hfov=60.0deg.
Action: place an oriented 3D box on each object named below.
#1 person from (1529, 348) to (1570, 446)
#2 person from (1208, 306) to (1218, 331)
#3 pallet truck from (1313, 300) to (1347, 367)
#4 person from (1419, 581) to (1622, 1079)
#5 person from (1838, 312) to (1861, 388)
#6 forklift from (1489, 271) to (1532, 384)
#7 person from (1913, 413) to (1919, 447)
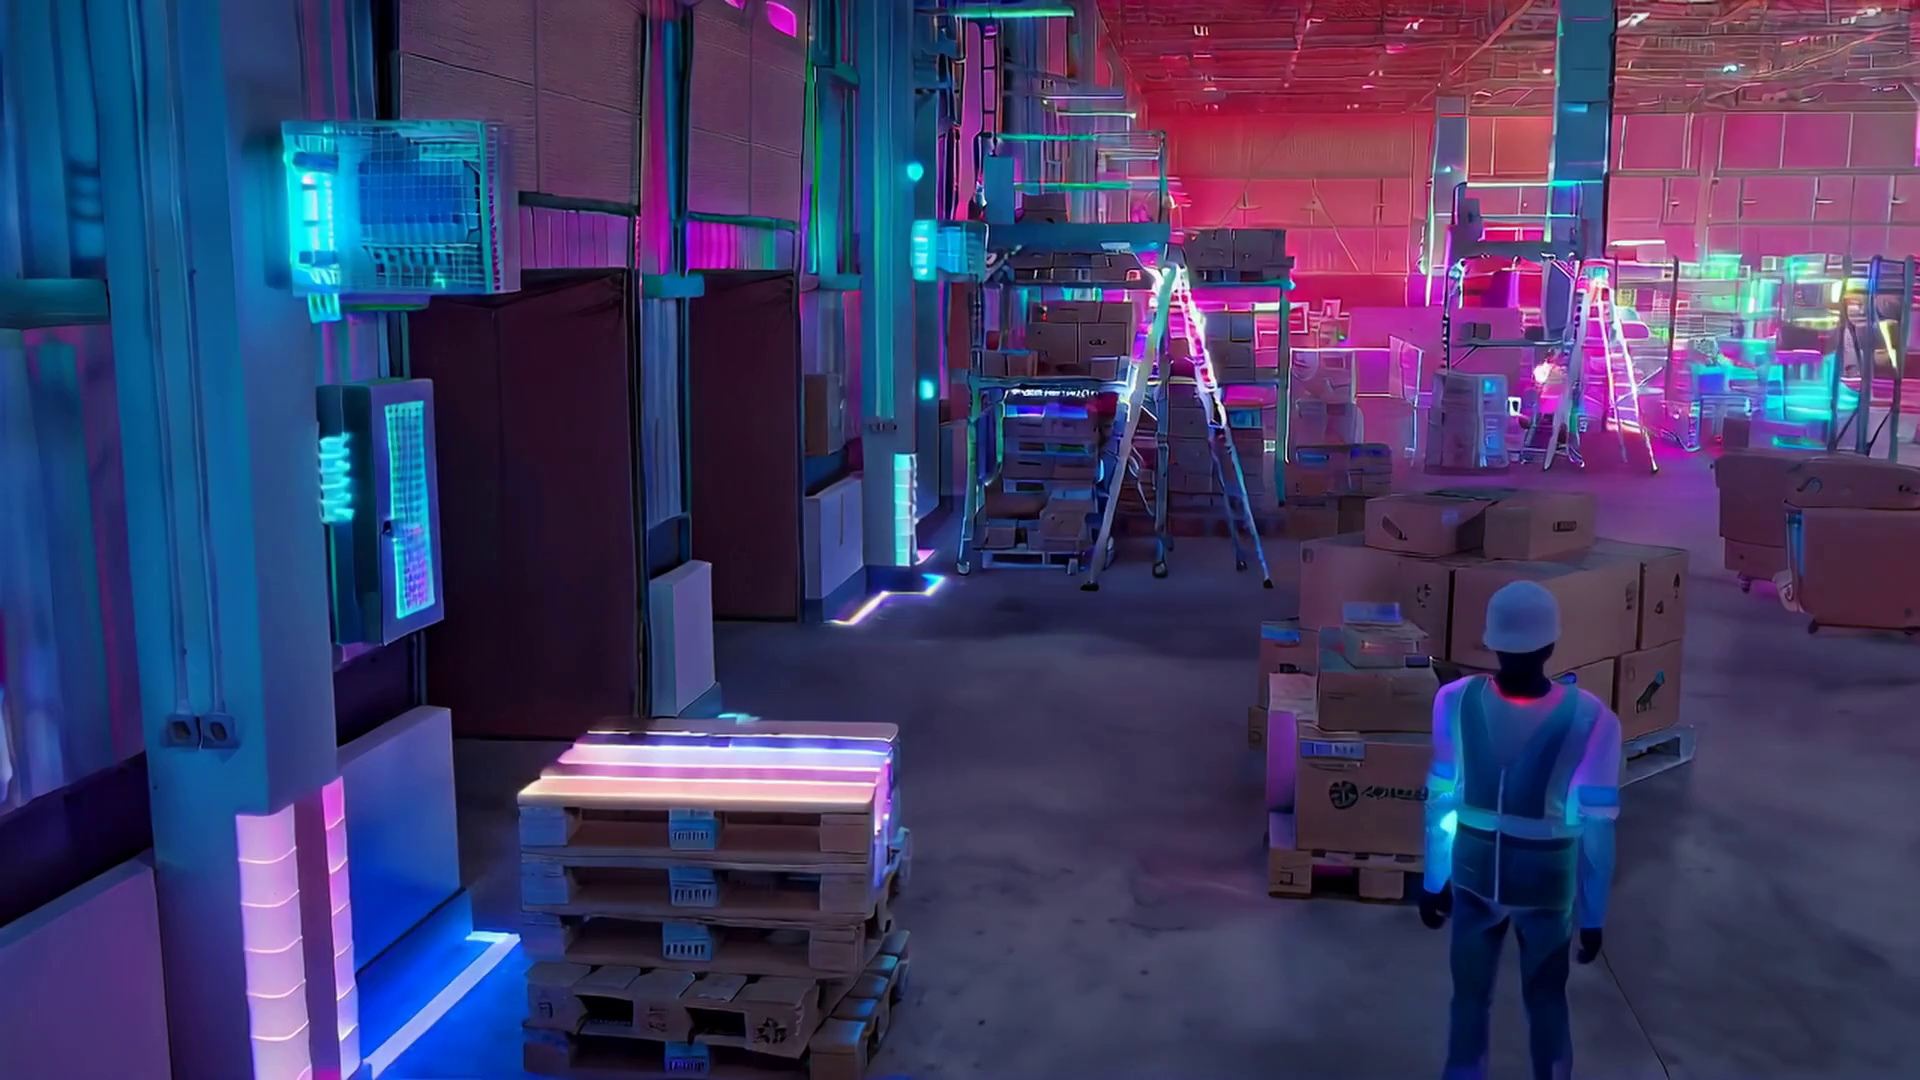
[{"bbox_3d":[9.594,-2.346,27.027,0.529,1.651,0.908,-4,10,-24],"label":"person"},{"bbox_3d":[6.547,-5.170,43.653,0.435,1.913,0.552,-8,12,-42],"label":"person"},{"bbox_3d":[11.159,-6.200,49.718,0.823,1.965,1.885,4,10,26],"label":"pallet truck"},{"bbox_3d":[1.712,1.065,5.169,0.590,1.918,0.398,8,12,39],"label":"person"},{"bbox_3d":[20.381,-4.263,38.122,0.558,1.891,0.977,-2,10,-15],"label":"person"},{"bbox_3d":[13.423,-5.322,41.592,1.873,2.768,1.129,1,9,9],"label":"forklift"},{"bbox_3d":[15.644,-2.355,26.810,0.320,1.739,0.485,9,13,43],"label":"person"}]
